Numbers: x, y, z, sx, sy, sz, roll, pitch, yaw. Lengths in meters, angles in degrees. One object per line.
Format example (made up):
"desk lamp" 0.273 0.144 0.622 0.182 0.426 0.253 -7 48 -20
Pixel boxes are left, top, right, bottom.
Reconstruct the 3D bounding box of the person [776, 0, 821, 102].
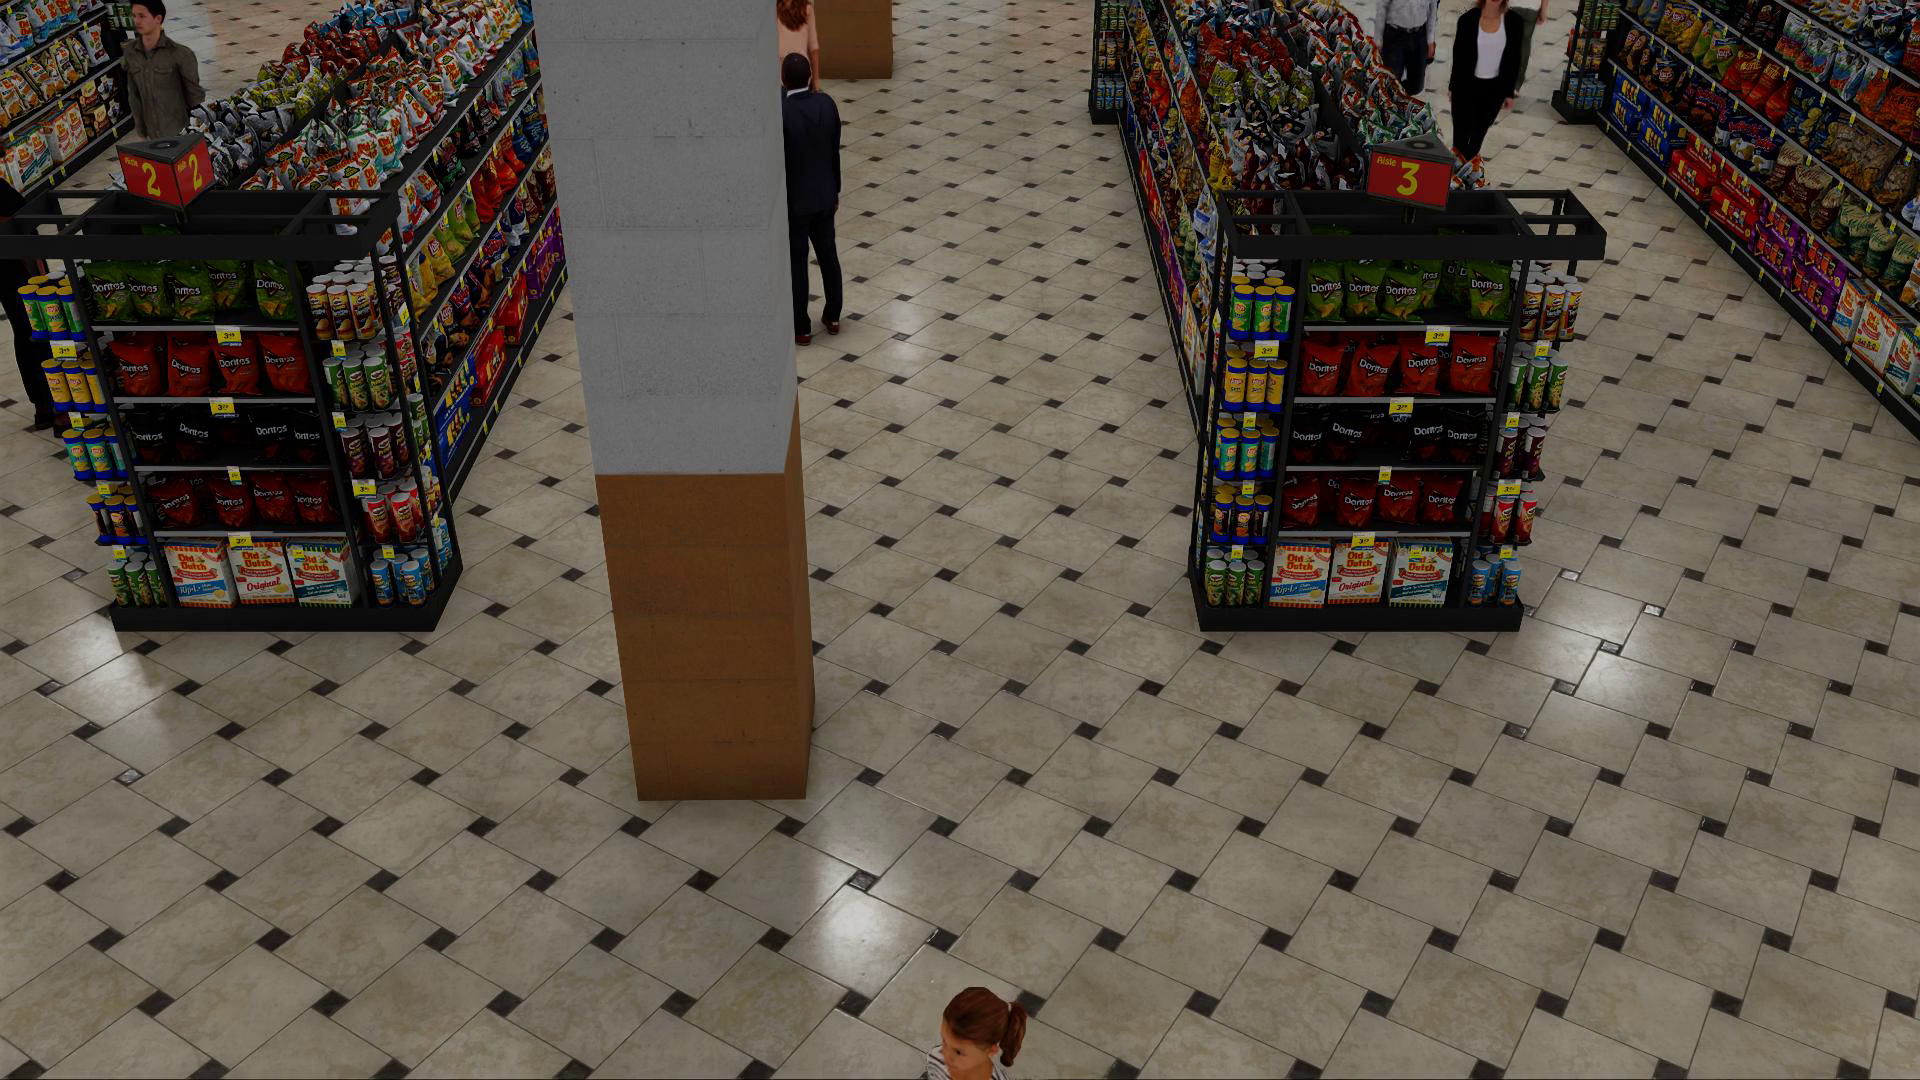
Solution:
"person" -1.246 -3.373 12.390 0.840 1.747 1.142 -11 34 -17

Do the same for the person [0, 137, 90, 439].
"person" -5.211 -1.436 9.209 0.749 1.820 0.777 22 38 32

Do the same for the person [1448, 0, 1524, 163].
"person" 3.802 -3.290 12.234 0.634 1.771 0.933 1 32 2

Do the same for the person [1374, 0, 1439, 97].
"person" 3.580 -4.094 13.493 0.758 1.807 0.944 -5 32 -8

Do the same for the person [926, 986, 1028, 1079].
"person" 0.076 1.718 4.630 0.789 1.302 0.867 26 40 35

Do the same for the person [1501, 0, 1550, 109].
"person" 4.876 -4.570 14.417 0.632 1.639 0.652 4 32 6

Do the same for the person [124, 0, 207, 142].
"person" -5.308 -2.752 11.281 0.752 1.865 0.667 7 33 11

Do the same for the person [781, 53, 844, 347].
"person" -0.951 -2.091 10.258 0.790 1.824 0.814 -20 37 -29
